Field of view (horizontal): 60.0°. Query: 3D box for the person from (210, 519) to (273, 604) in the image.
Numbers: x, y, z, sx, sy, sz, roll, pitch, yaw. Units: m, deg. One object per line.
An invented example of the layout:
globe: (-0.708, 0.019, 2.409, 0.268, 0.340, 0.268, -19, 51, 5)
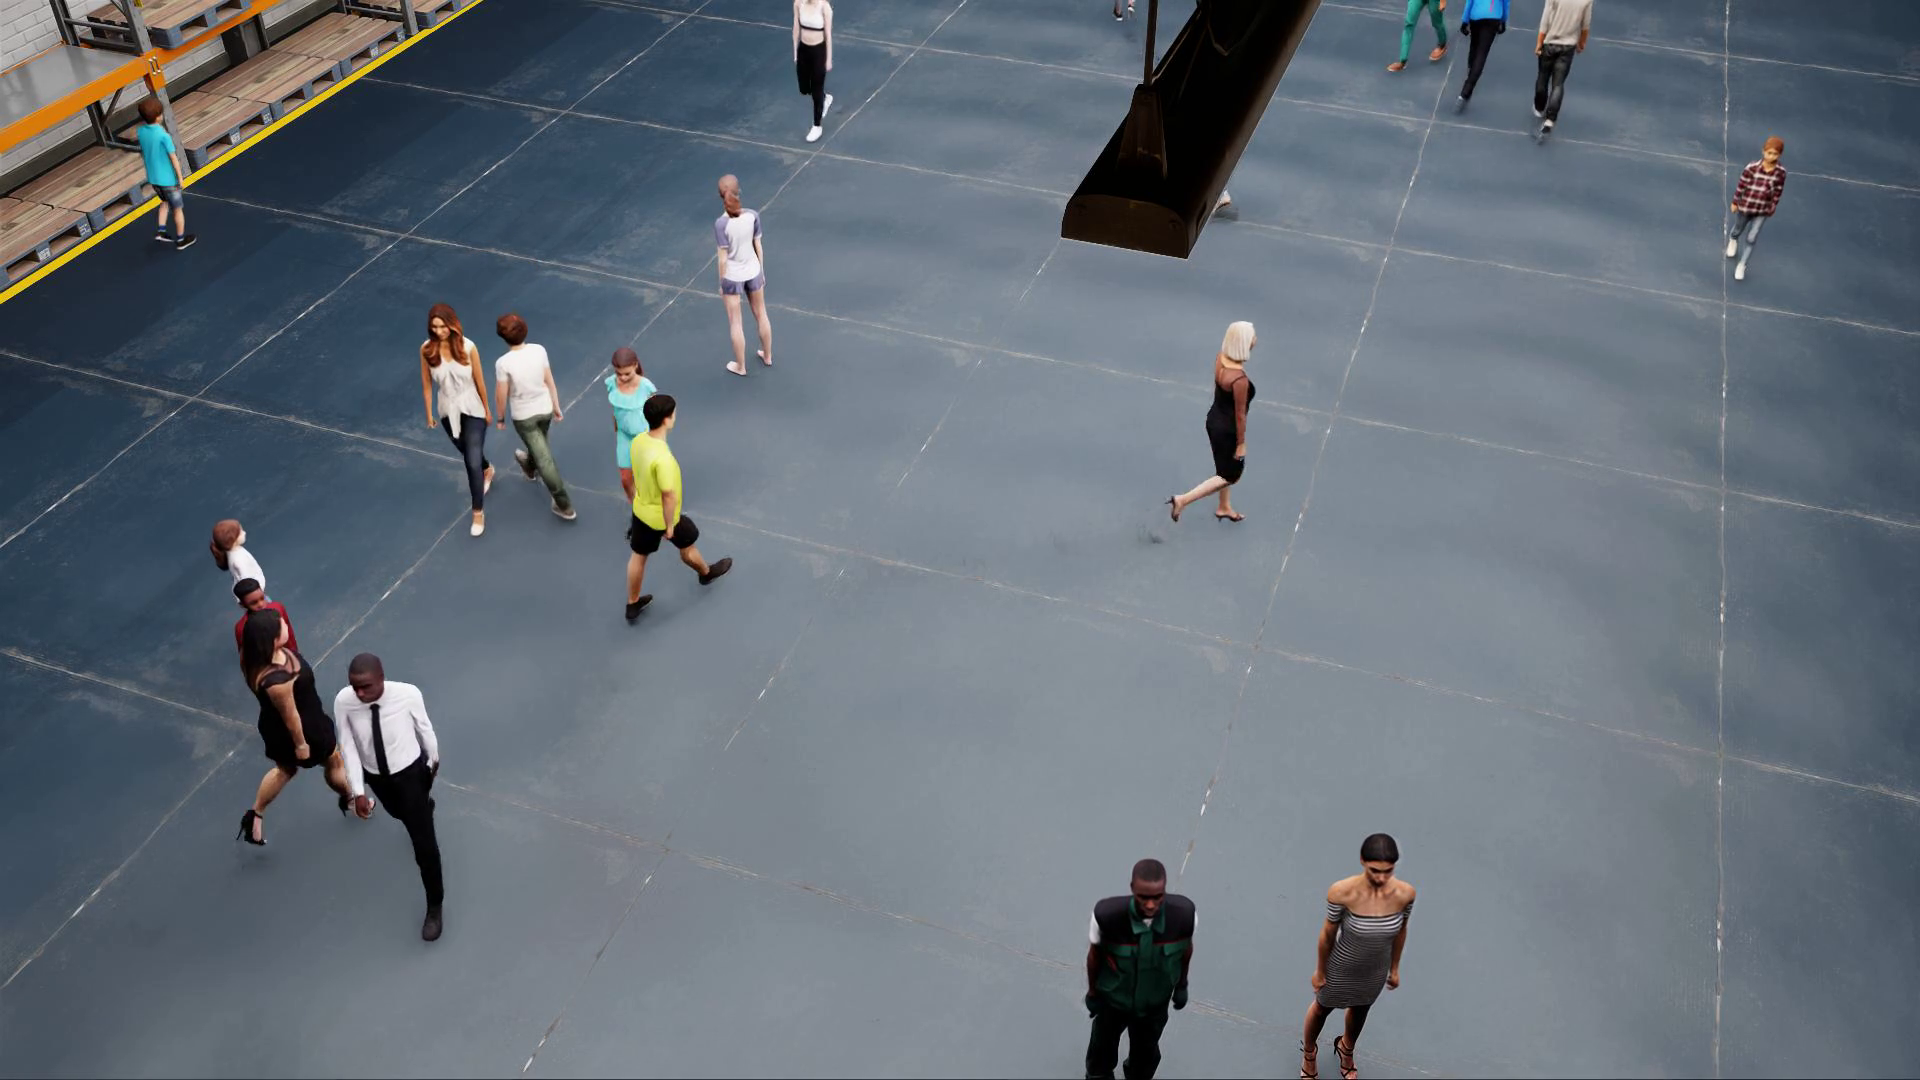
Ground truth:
person: (-4.767, 0.330, 11.035, 0.630, 1.108, 0.571, -21, 43, -24)

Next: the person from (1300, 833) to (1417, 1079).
person: (1.953, 2.099, 8.248, 0.674, 1.822, 0.674, -4, 39, -5)

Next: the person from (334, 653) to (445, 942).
person: (-3.159, 1.251, 9.342, 0.988, 1.782, 1.330, -4, 39, -4)

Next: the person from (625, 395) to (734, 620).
person: (-2.098, -0.161, 11.215, 0.965, 1.651, 1.190, 31, 48, 33)

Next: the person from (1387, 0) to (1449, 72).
person: (5.343, -6.161, 18.672, 1.272, 1.721, 0.983, -31, 48, -33)

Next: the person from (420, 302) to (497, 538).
person: (-3.618, -0.968, 12.145, 0.787, 1.753, 1.081, 4, 39, 5)

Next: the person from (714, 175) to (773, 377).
person: (-1.795, -2.168, 13.638, 0.651, 1.765, 0.733, -22, 43, -25)

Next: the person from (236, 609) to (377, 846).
person: (-3.922, 1.127, 9.572, 1.147, 1.689, 0.965, -30, 47, -32)

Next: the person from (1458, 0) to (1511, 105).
person: (5.626, -5.558, 17.892, 0.771, 1.753, 1.251, 20, 43, 23)

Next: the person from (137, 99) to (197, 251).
person: (-7.419, -3.354, 15.389, 0.542, 1.432, 0.616, 12, 40, 14)

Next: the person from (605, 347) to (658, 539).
person: (-2.317, -0.801, 12.119, 0.639, 1.523, 0.814, 7, 39, 9)

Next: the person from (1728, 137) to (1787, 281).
person: (7.242, -3.075, 15.154, 0.553, 1.288, 0.869, 15, 41, 18)

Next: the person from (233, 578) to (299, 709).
person: (-4.322, 0.734, 10.414, 0.613, 1.253, 0.507, 26, 46, 29)

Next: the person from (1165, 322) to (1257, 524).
person: (1.841, -0.768, 11.910, 0.917, 1.732, 0.931, -7, 39, -8)

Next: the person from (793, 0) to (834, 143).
person: (-1.481, -5.051, 17.273, 0.620, 1.733, 0.822, 16, 41, 19)

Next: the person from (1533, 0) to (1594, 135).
person: (6.247, -5.115, 17.316, 0.763, 1.779, 1.149, 8, 39, 10)

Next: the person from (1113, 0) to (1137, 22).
person: (1.978, -6.971, 19.690, 0.731, 1.717, 0.861, -2, 39, -2)

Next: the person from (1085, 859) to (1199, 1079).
person: (0.856, 2.182, 8.131, 0.775, 1.839, 0.767, -3, 39, -4)

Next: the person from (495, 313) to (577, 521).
person: (-3.067, -0.863, 12.122, 1.119, 1.616, 0.978, -30, 47, -32)
